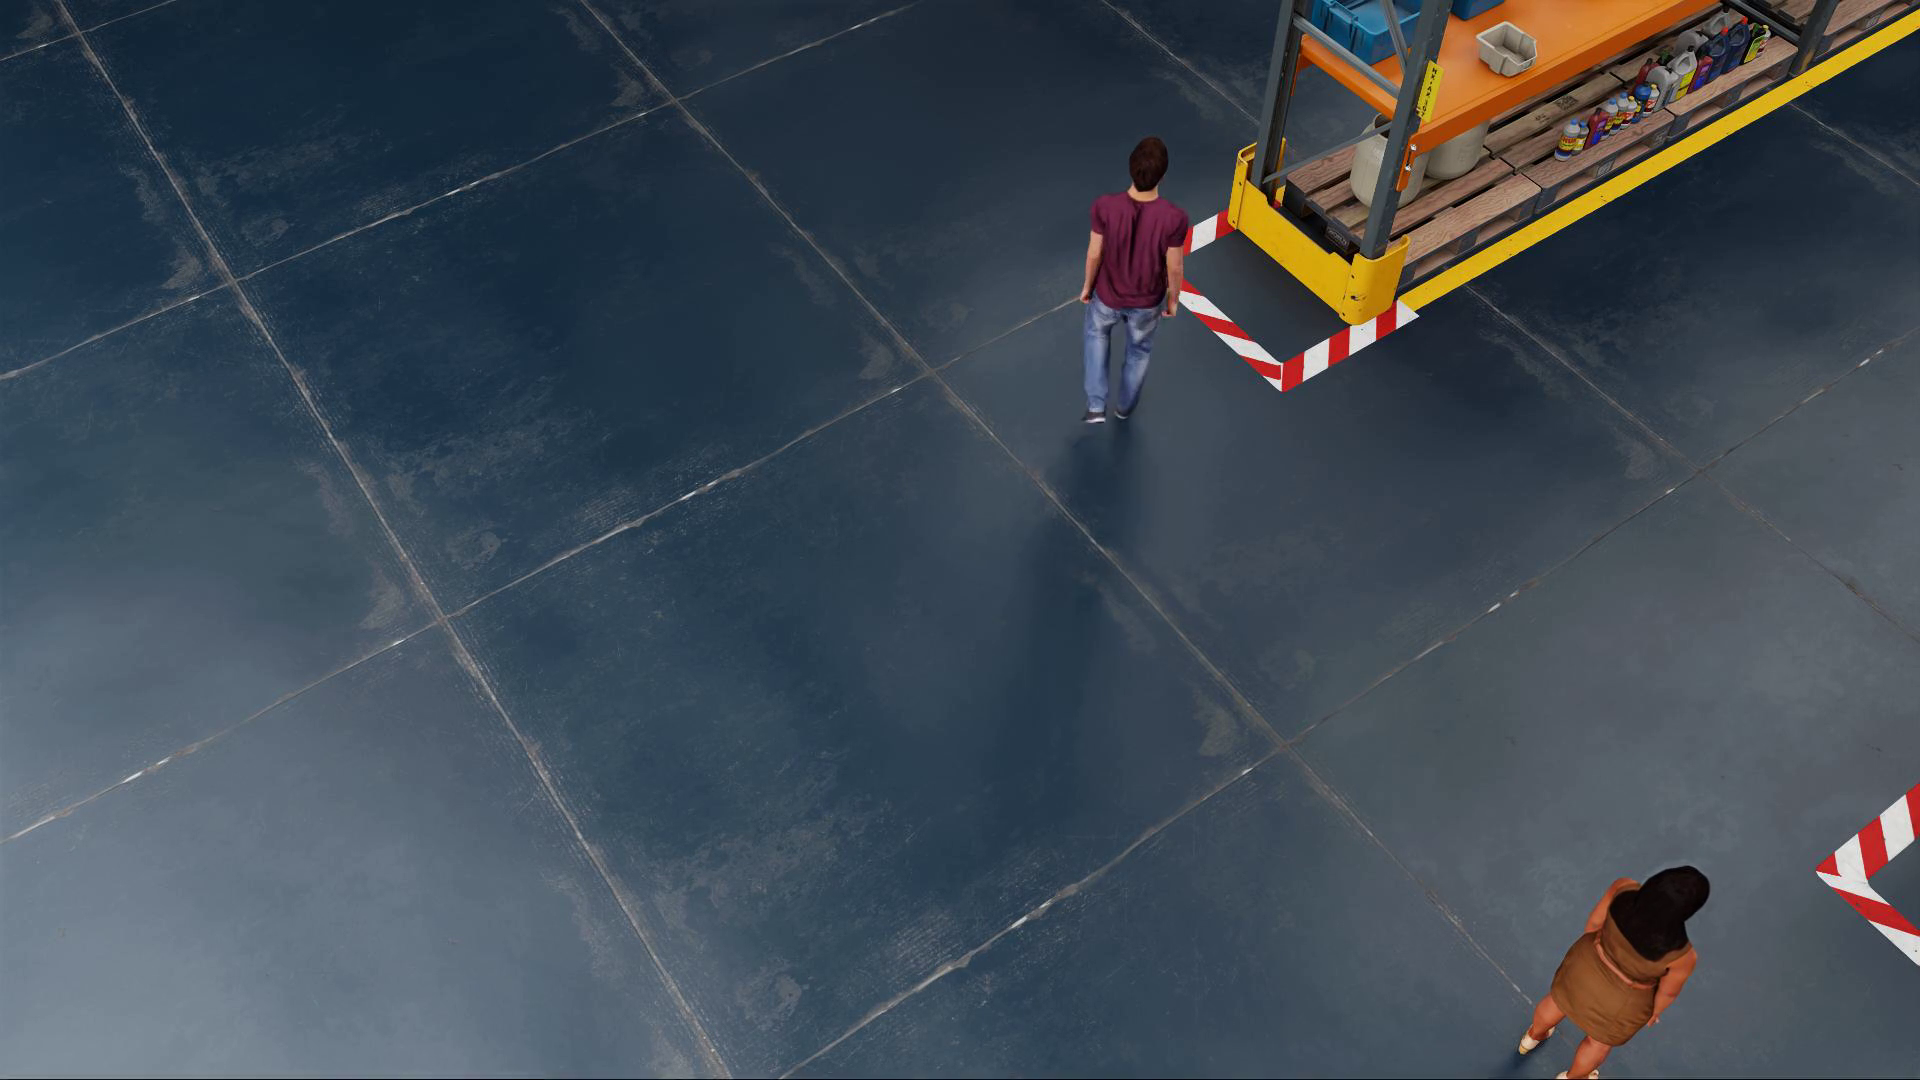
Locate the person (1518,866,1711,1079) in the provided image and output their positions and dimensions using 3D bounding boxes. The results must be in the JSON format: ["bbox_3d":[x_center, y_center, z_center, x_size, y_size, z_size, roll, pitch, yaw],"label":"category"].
[{"bbox_3d":[2.494,1.680,6.358,0.509,1.690,0.561,-26,57,-19],"label":"person"}]

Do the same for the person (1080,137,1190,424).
[{"bbox_3d":[0.855,-1.231,8.514,0.900,1.844,0.961,9,53,7],"label":"person"}]
